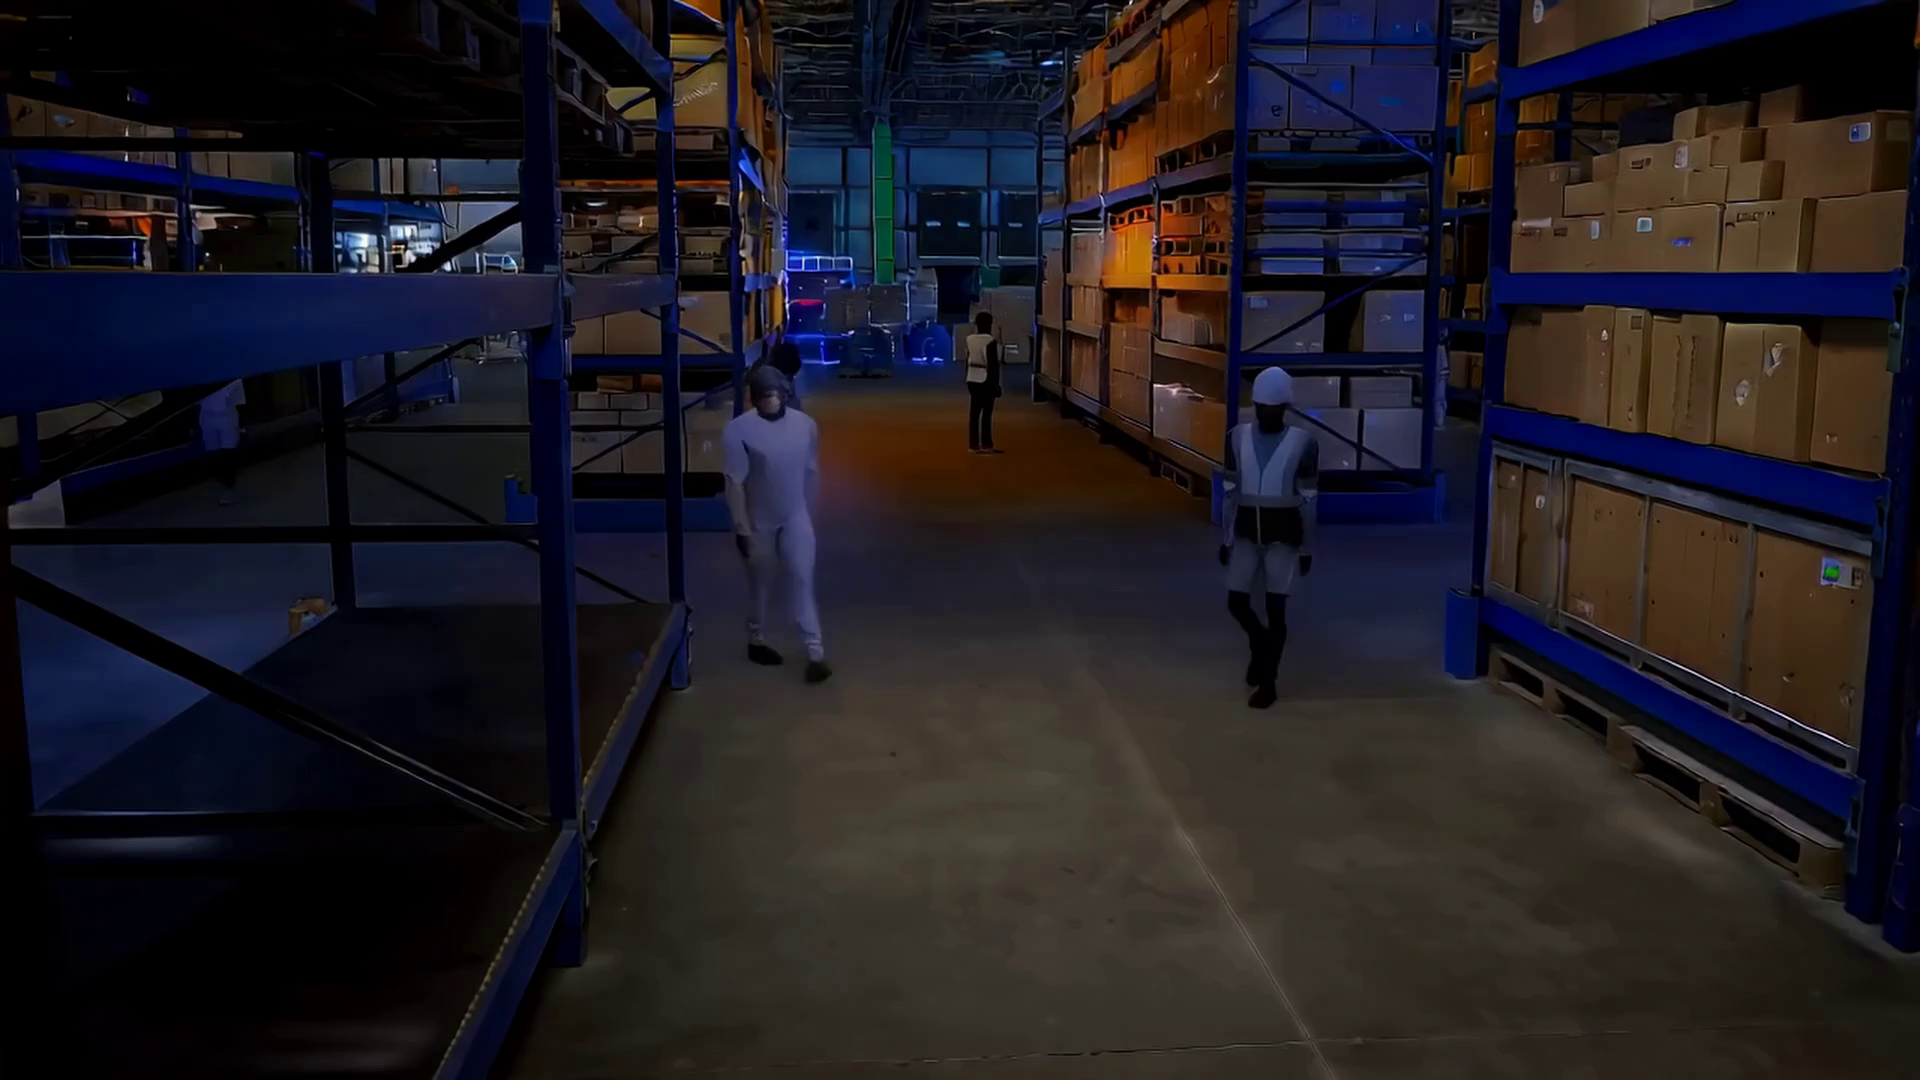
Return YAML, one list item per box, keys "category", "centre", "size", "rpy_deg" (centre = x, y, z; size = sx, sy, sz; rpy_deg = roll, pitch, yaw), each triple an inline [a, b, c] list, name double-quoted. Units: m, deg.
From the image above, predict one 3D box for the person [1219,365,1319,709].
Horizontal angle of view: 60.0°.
- category: "person"
  centre: [1.721, -0.021, 9.279]
  size: [0.556, 1.917, 0.526]
  rpy_deg: [5, 10, 30]

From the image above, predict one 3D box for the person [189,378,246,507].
- category: "person"
  centre: [-7.705, -1.169, 17.213]
  size: [0.546, 1.671, 0.569]
  rpy_deg: [0, 9, -2]

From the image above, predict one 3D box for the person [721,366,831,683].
- category: "person"
  centre: [-1.103, -0.096, 9.933]
  size: [0.633, 1.879, 1.029]
  rpy_deg: [-5, 10, -28]

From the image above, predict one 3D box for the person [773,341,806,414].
- category: "person"
  centre: [-1.521, -0.830, 14.629]
  size: [0.481, 1.827, 0.658]
  rpy_deg: [0, 9, 1]

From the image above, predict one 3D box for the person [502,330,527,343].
- category: "person"
  centre: [-15.573, -7.684, 57.835]
  size: [0.972, 1.792, 0.640]
  rpy_deg: [1, 9, 8]

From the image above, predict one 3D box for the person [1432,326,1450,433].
- category: "person"
  centre: [7.342, -2.456, 25.473]
  size: [0.318, 1.630, 0.513]
  rpy_deg: [5, 10, 27]

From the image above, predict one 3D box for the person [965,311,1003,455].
- category: "person"
  centre: [0.298, -2.100, 22.323]
  size: [0.392, 1.922, 0.591]
  rpy_deg: [-8, 12, -42]
